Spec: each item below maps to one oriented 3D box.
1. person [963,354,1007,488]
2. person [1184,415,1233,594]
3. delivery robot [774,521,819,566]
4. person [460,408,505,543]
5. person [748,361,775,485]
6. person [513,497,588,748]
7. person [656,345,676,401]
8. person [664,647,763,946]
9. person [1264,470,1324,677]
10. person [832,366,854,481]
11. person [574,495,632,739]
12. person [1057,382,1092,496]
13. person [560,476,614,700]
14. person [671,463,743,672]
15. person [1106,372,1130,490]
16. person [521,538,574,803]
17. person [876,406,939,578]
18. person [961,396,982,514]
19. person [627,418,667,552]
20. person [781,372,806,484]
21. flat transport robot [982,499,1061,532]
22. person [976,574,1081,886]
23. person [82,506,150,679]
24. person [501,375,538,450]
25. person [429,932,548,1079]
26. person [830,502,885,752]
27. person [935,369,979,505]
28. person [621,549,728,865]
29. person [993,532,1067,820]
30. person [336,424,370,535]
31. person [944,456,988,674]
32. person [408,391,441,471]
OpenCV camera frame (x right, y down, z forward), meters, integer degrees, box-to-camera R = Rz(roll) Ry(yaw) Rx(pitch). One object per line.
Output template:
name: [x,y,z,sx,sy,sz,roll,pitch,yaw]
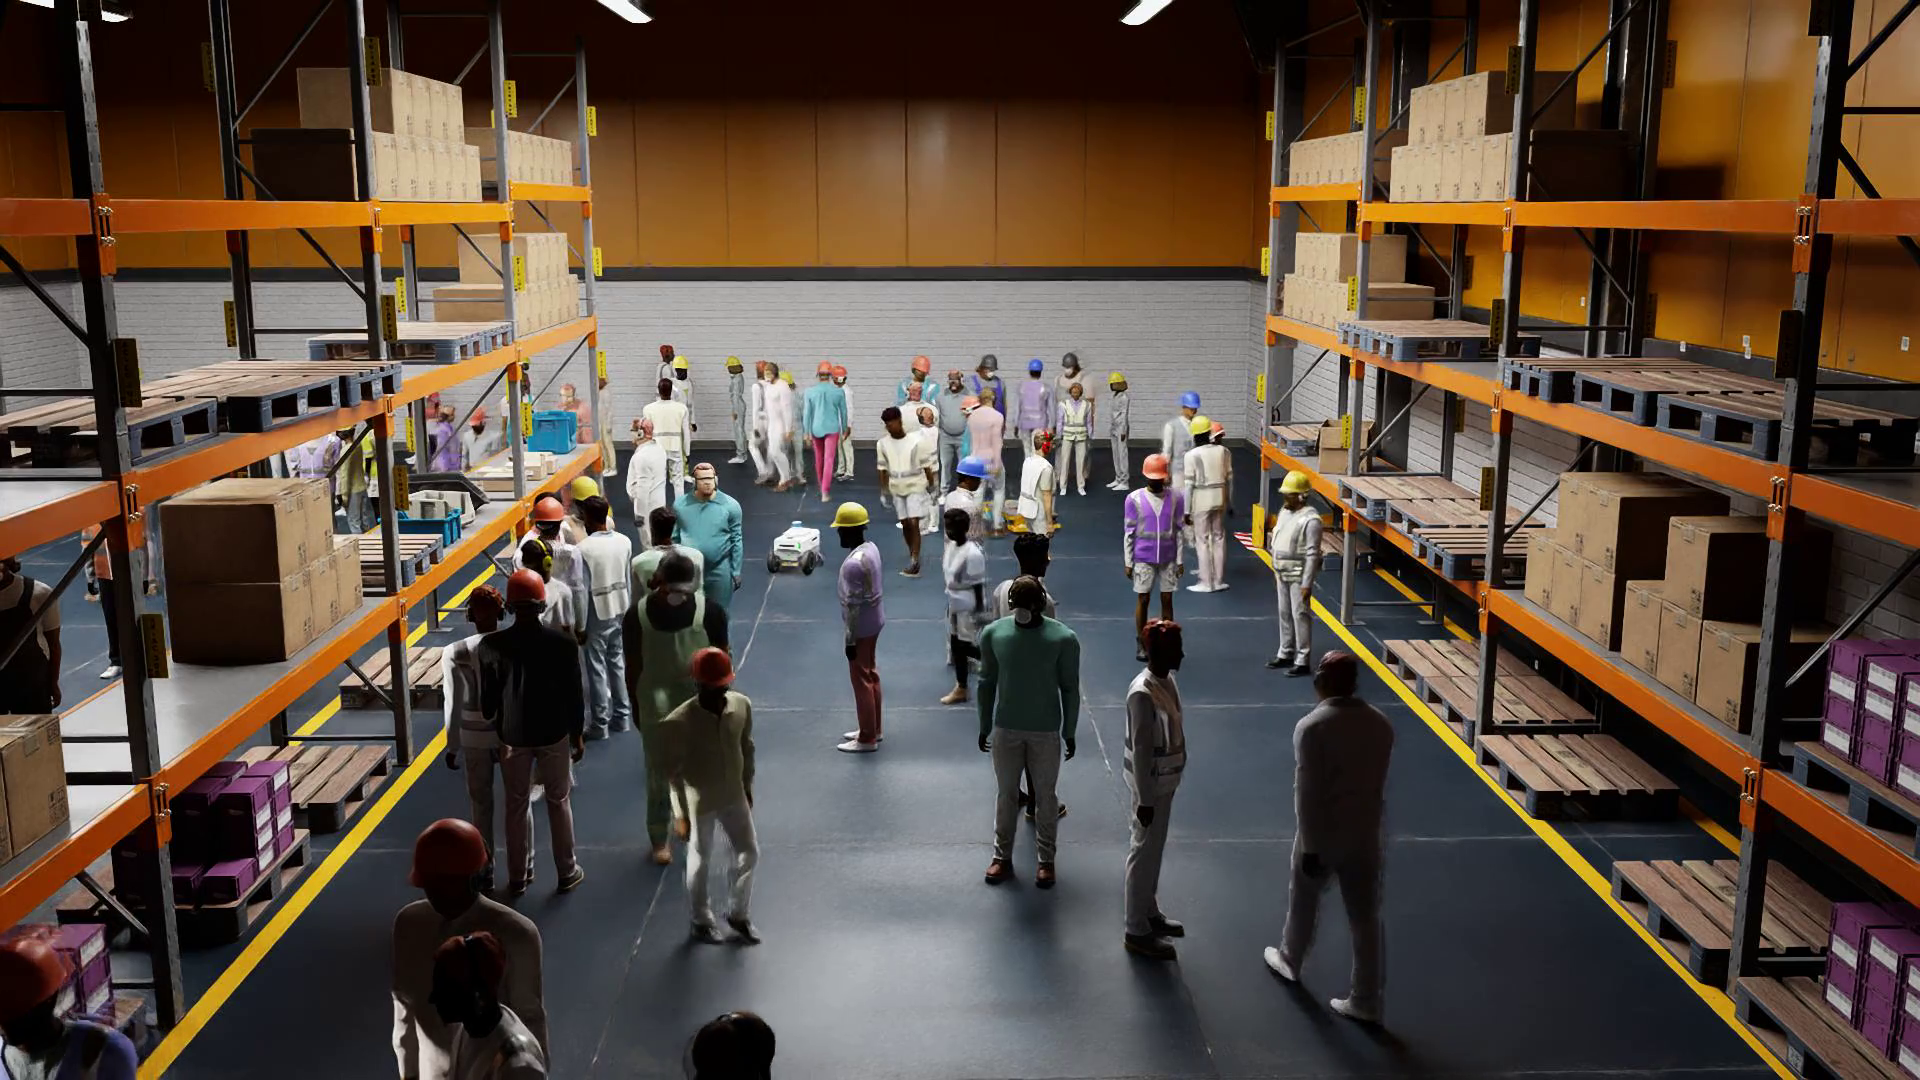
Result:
person: [0.370,-1.779,24.552,0.687,2.000,0.685,-4,12,-18]
person: [2.650,-0.387,17.904,0.620,1.913,0.424,-6,13,-29]
delivery robot: [-1.860,0.029,18.988,0.477,0.478,0.707,3,12,13]
person: [-5.877,-0.768,20.304,0.605,1.701,0.782,6,13,27]
person: [-2.918,-1.742,24.786,0.410,1.871,0.589,9,15,39]
person: [-3.133,0.630,12.779,0.546,1.928,0.410,2,11,9]
person: [-4.827,-2.271,27.419,0.362,1.882,0.576,-5,12,-22]
person: [-1.337,1.432,9.202,0.589,1.731,0.553,-9,14,-37]
person: [2.951,0.288,14.714,0.404,1.830,0.595,-4,12,-19]
person: [-1.800,-1.772,25.246,0.339,1.748,0.564,-6,13,-26]
person: [-2.781,0.597,12.987,0.411,1.906,0.602,6,13,28]
person: [1.649,-1.452,23.924,0.513,1.639,0.311,-1,11,-5]
person: [-3.091,0.419,13.818,0.382,1.924,0.594,11,16,44]
person: [-2.236,0.267,14.624,0.650,1.911,0.409,0,11,1]
person: [2.317,-1.607,24.478,0.324,1.731,0.491,-4,12,-18]
person: [-2.945,0.902,11.592,0.581,1.851,0.516,10,15,41]
person: [-0.619,-0.534,18.613,0.705,1.917,0.808,4,12,17]
person: [0.164,-0.975,21.288,0.370,1.734,0.587,3,12,14]
person: [-3.351,-0.356,17.753,0.401,1.910,0.642,2,11,8]
person: [-2.536,-1.675,24.866,0.518,1.697,0.761,-2,11,-8]
flat transport robot: [0.710,-0.334,21.761,0.652,0.197,1.431,-5,12,-23]
person: [0.409,1.150,10.123,0.635,1.937,0.354,3,12,13]
person: [-7.375,0.282,14.543,0.581,1.919,0.393,0,11,1]
person: [-6.087,-1.386,23.084,0.504,1.843,0.345,-4,12,-20]
person: [-1.464,2.138,5.345,0.367,1.877,0.581,-7,13,-32]
person: [-0.780,0.657,12.659,0.395,1.919,0.582,2,12,12]
person: [-0.065,-1.420,23.089,0.650,1.907,0.409,2,11,11]
person: [-1.834,0.969,10.775,0.674,2.000,0.945,-3,12,-13]
person: [0.466,0.909,11.260,0.367,1.966,0.604,-8,14,-33]
person: [-6.994,-0.550,19.103,0.340,1.761,0.526,0,11,0]
person: [0.055,0.217,14.805,0.402,1.938,0.604,-4,12,-18]
person: [-8.424,-1.923,26.138,0.536,1.696,0.321,1,11,6]
